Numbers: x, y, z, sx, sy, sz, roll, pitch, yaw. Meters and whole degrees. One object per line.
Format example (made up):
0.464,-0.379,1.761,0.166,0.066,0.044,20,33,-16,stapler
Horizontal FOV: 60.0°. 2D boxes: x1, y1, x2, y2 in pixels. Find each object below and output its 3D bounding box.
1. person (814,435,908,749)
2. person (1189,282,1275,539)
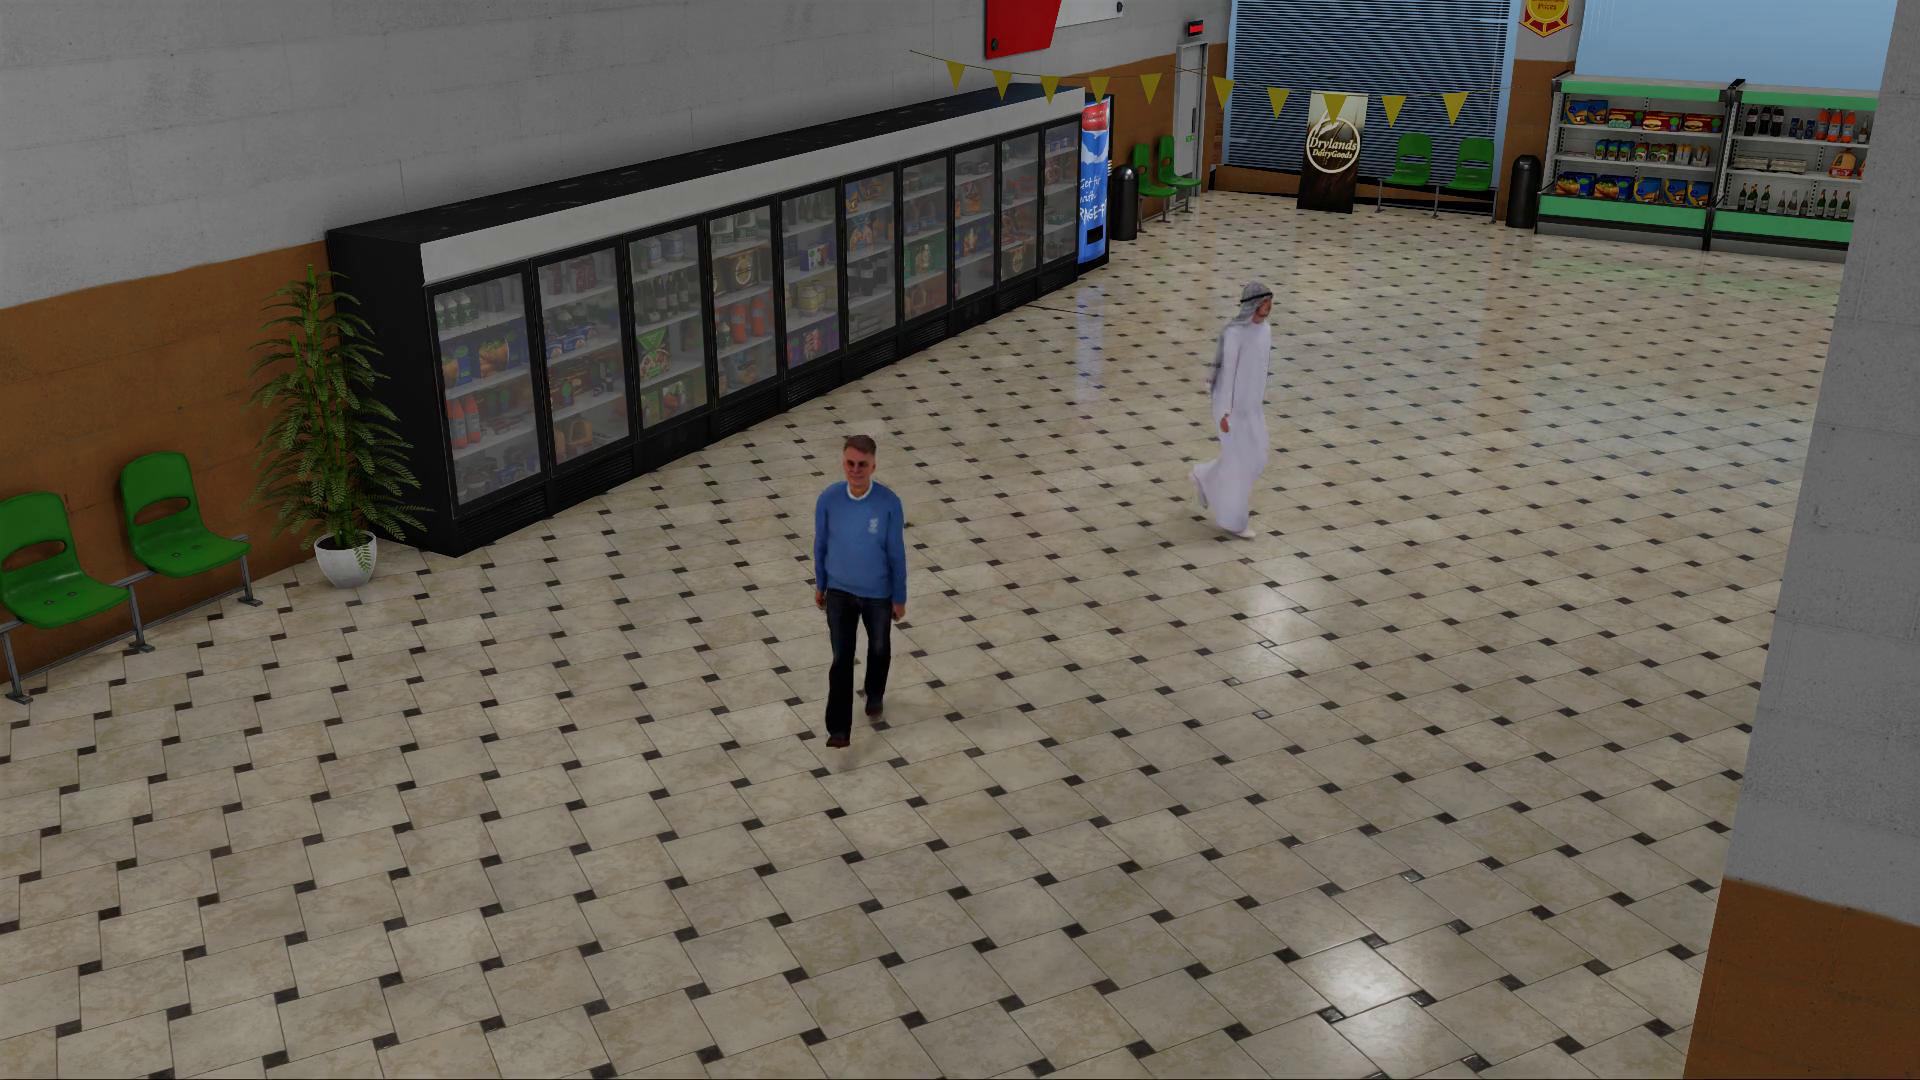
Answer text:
-0.545,0.241,9.442,1.196,1.770,1.098,1,22,3,person
1.984,-0.981,12.311,0.827,1.899,1.017,-19,29,-40,person
